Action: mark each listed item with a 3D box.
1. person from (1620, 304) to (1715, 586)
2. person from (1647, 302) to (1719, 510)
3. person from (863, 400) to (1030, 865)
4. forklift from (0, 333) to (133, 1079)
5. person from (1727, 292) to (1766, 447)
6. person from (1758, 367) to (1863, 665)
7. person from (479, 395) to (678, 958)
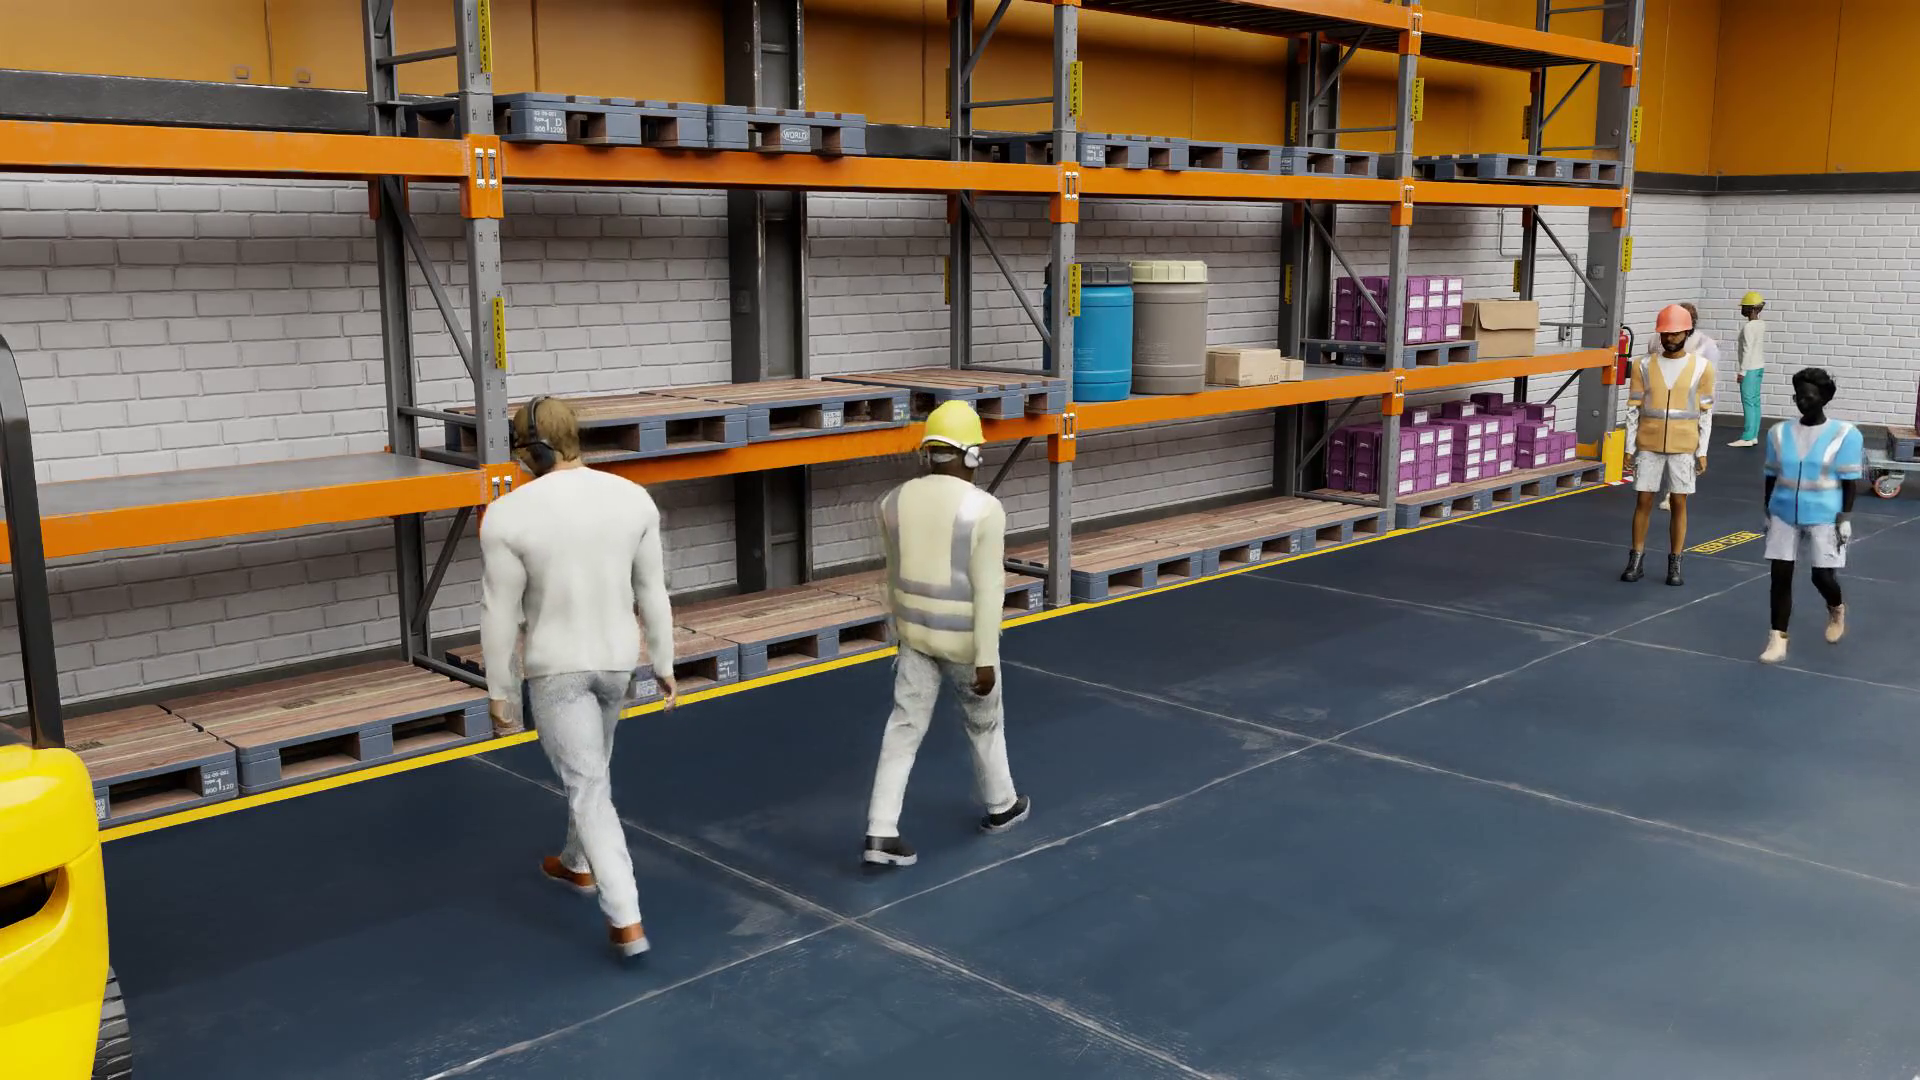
[{"bbox_3d":[4.865,-0.647,11.457,0.551,1.935,0.371,6,12,28],"label":"person"},{"bbox_3d":[6.354,-1.194,14.738,0.559,1.824,0.648,-9,14,-41],"label":"person"},{"bbox_3d":[-0.072,0.354,6.440,0.601,1.782,0.979,7,13,35],"label":"person"},{"bbox_3d":[-3.289,0.485,4.582,1.214,2.155,2.313,-10,14,-44],"label":"forklift"},{"bbox_3d":[8.984,-1.937,18.956,0.326,1.769,0.524,9,14,42],"label":"person"},{"bbox_3d":[4.807,-0.143,9.389,0.599,1.681,0.536,-9,14,-42],"label":"person"},{"bbox_3d":[-1.295,0.446,5.694,0.648,1.881,1.021,-8,13,-36],"label":"person"}]
